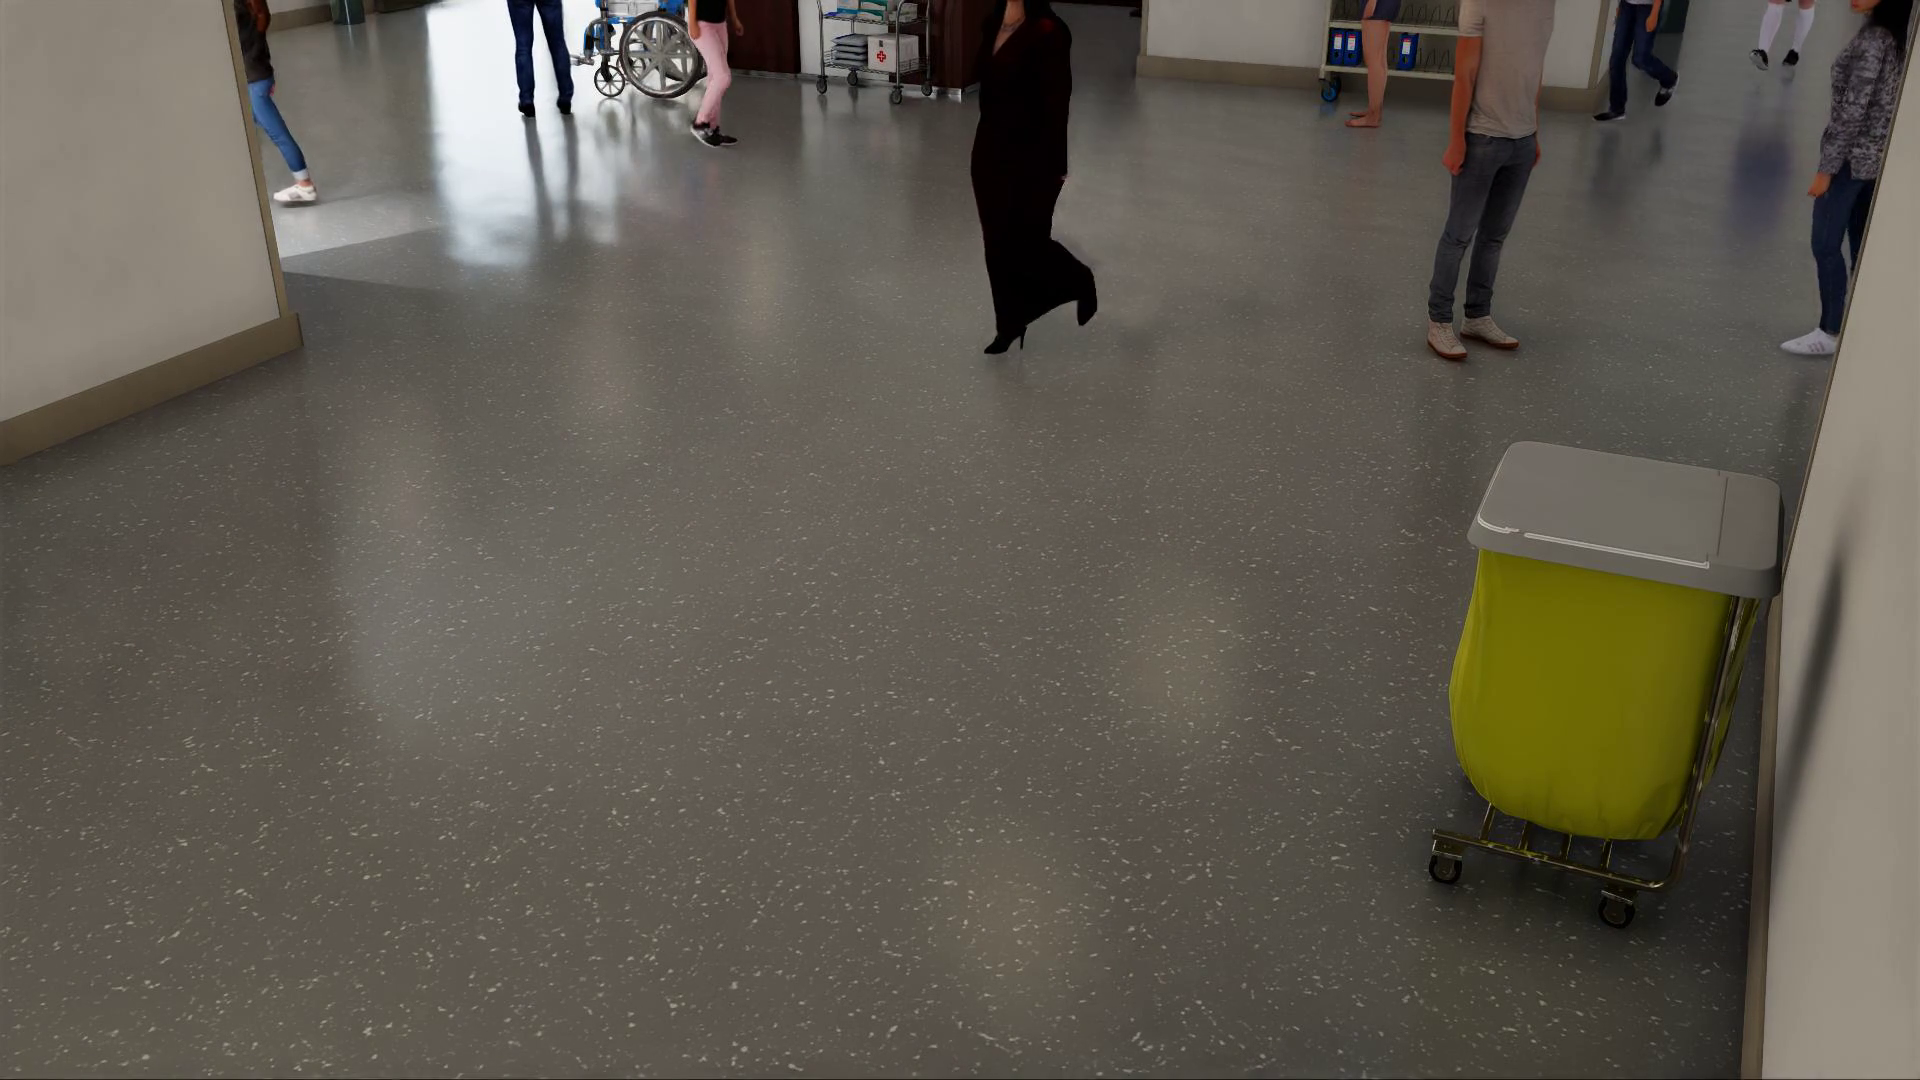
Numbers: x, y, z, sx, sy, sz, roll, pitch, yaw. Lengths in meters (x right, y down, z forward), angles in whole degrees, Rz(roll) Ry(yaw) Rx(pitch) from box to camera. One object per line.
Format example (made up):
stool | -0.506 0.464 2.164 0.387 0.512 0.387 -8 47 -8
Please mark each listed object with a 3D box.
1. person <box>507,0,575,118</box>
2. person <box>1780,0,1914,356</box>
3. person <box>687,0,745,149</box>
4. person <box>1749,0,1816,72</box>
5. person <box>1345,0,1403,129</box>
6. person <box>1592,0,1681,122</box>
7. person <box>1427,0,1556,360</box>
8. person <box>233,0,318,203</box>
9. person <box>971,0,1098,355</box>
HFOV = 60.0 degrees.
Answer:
person | -3.024 -3.981 11.775 0.758 1.886 0.809 -11 28 -22
person | 3.916 -1.648 7.141 0.831 1.709 0.694 -17 30 -31
person | -1.692 -3.355 10.858 0.553 1.554 0.524 10 28 20
person | 6.774 -4.667 13.307 1.140 1.790 0.898 18 31 32
person | 2.902 -3.742 11.486 0.521 1.706 0.594 10 28 21
person | 4.800 -3.710 11.618 0.926 1.534 0.903 -12 28 -24
person | 2.285 -1.742 7.113 0.747 1.901 0.765 -13 29 -26
person | -3.937 -2.611 9.436 0.997 1.450 0.902 -7 27 -13
person | 0.333 -1.639 7.078 0.915 1.748 0.875 -17 30 -31
